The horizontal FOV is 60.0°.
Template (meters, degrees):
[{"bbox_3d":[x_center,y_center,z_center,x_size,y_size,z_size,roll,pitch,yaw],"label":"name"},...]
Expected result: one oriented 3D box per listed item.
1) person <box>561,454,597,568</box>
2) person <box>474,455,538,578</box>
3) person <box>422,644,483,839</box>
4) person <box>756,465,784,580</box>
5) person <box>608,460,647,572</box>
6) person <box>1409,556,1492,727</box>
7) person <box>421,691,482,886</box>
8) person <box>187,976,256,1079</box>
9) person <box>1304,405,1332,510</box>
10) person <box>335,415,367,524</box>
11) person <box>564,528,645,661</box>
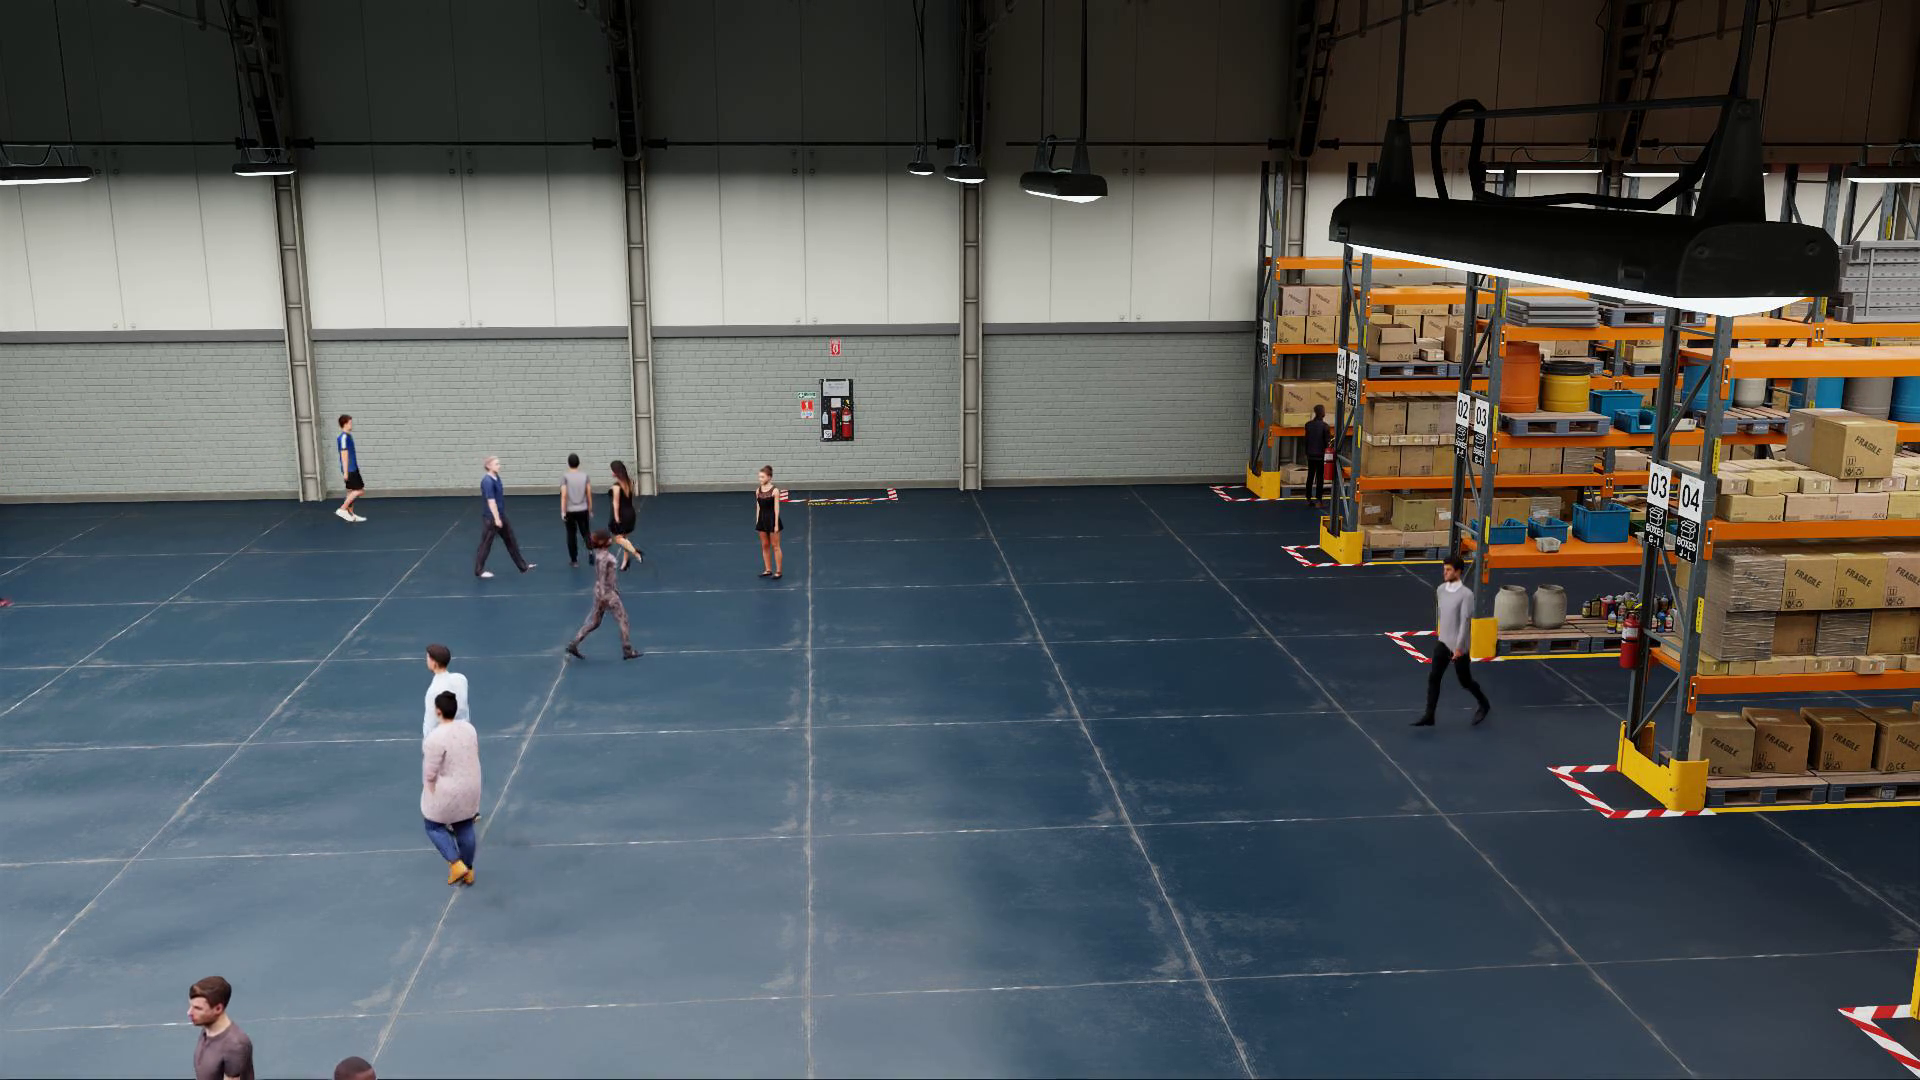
[{"bbox_3d":[-5.747,-0.422,25.018,0.885,1.742,0.878,-8,15,-30],"label":"person"},{"bbox_3d":[-6.912,-0.309,24.346,1.185,1.824,0.807,1,13,4],"label":"person"},{"bbox_3d":[-4.560,1.845,15.036,0.882,1.829,0.832,6,14,25],"label":"person"},{"bbox_3d":[-2.803,-0.268,24.486,0.671,1.681,0.752,8,15,30],"label":"person"},{"bbox_3d":[-4.925,-0.324,24.689,0.956,1.699,0.858,6,14,23],"label":"person"},{"bbox_3d":[5.440,1.111,18.031,1.357,1.907,1.056,-7,15,-27],"label":"person"},{"bbox_3d":[-4.243,2.116,14.076,0.906,1.733,0.847,10,17,38],"label":"person"},{"bbox_3d":[-3.882,3.207,9.151,0.931,1.830,0.996,11,17,40],"label":"person"},{"bbox_3d":[6.309,-1.483,29.386,0.799,1.838,0.777,-12,17,-41],"label":"person"},{"bbox_3d":[-10.395,-1.190,28.091,0.809,1.851,0.744,-4,14,-18],"label":"person"},{"bbox_3d":[-4.431,0.702,20.318,1.213,1.673,0.722,-4,14,-16],"label":"person"}]
